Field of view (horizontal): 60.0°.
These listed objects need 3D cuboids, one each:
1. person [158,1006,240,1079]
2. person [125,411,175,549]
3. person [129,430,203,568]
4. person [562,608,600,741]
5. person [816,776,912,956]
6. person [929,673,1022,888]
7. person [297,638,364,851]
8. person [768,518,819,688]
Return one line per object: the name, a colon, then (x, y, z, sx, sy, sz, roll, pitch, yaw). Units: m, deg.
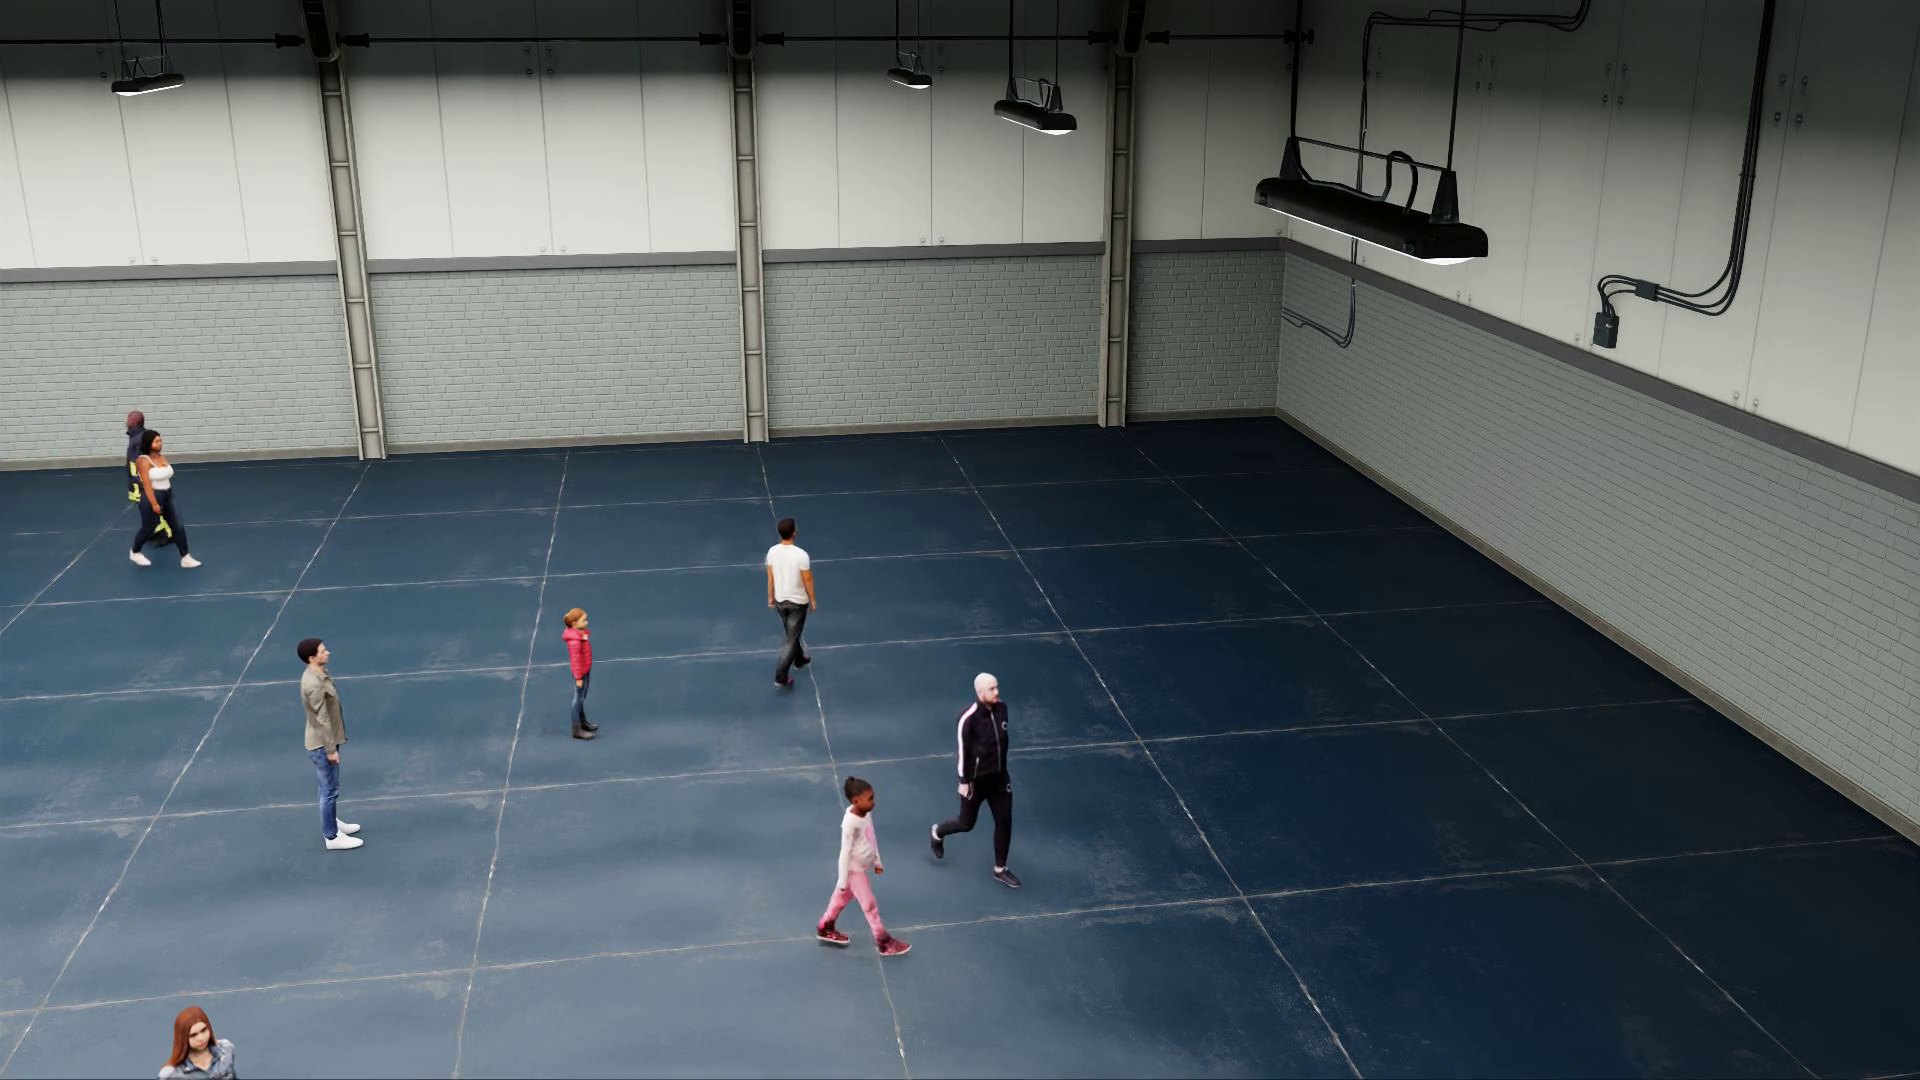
person: (-4.172, 3.333, 9.214, 0.734, 1.702, 0.675, 12, 22, 33)
person: (-10.652, -0.829, 21.791, 0.871, 1.828, 0.857, -7, 19, -20)
person: (-10.125, -0.470, 20.786, 1.280, 1.768, 0.988, 5, 19, 14)
person: (-3.695, 1.278, 16.147, 0.528, 1.317, 0.549, 0, 18, 1)
person: (-0.849, 2.435, 12.444, 1.059, 1.410, 0.802, 4, 18, 12)
person: (0.113, 1.905, 13.425, 1.163, 1.810, 1.124, -17, 24, -41)
person: (-5.354, 1.696, 13.977, 0.667, 1.865, 0.750, -7, 19, -21)
person: (-1.789, 0.679, 17.262, 1.152, 1.765, 1.131, 9, 20, 26)
